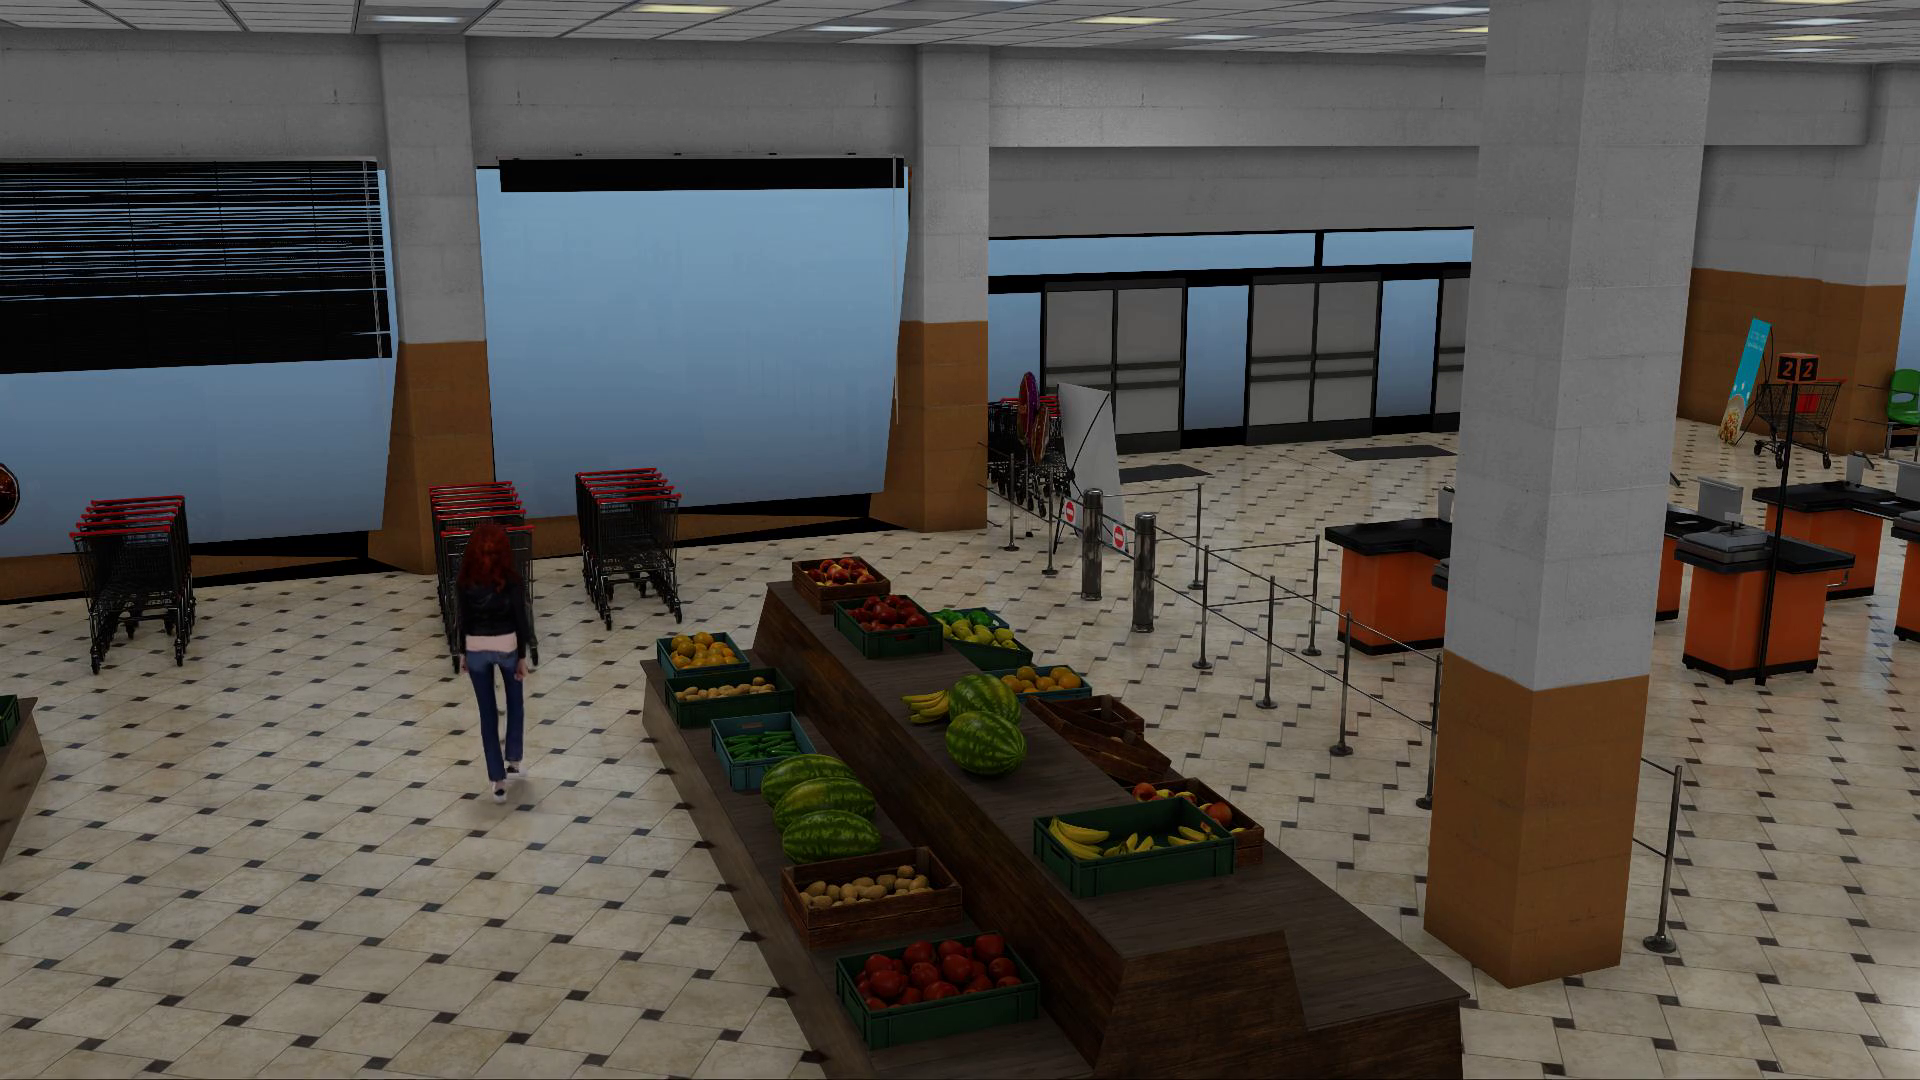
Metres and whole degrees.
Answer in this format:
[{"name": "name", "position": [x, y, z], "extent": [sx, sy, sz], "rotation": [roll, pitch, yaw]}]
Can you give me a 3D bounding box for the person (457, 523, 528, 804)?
[{"name": "person", "position": [-2.911, 0.792, 10.371], "extent": [0.646, 1.772, 0.718], "rotation": [-3, 14, -13]}]
